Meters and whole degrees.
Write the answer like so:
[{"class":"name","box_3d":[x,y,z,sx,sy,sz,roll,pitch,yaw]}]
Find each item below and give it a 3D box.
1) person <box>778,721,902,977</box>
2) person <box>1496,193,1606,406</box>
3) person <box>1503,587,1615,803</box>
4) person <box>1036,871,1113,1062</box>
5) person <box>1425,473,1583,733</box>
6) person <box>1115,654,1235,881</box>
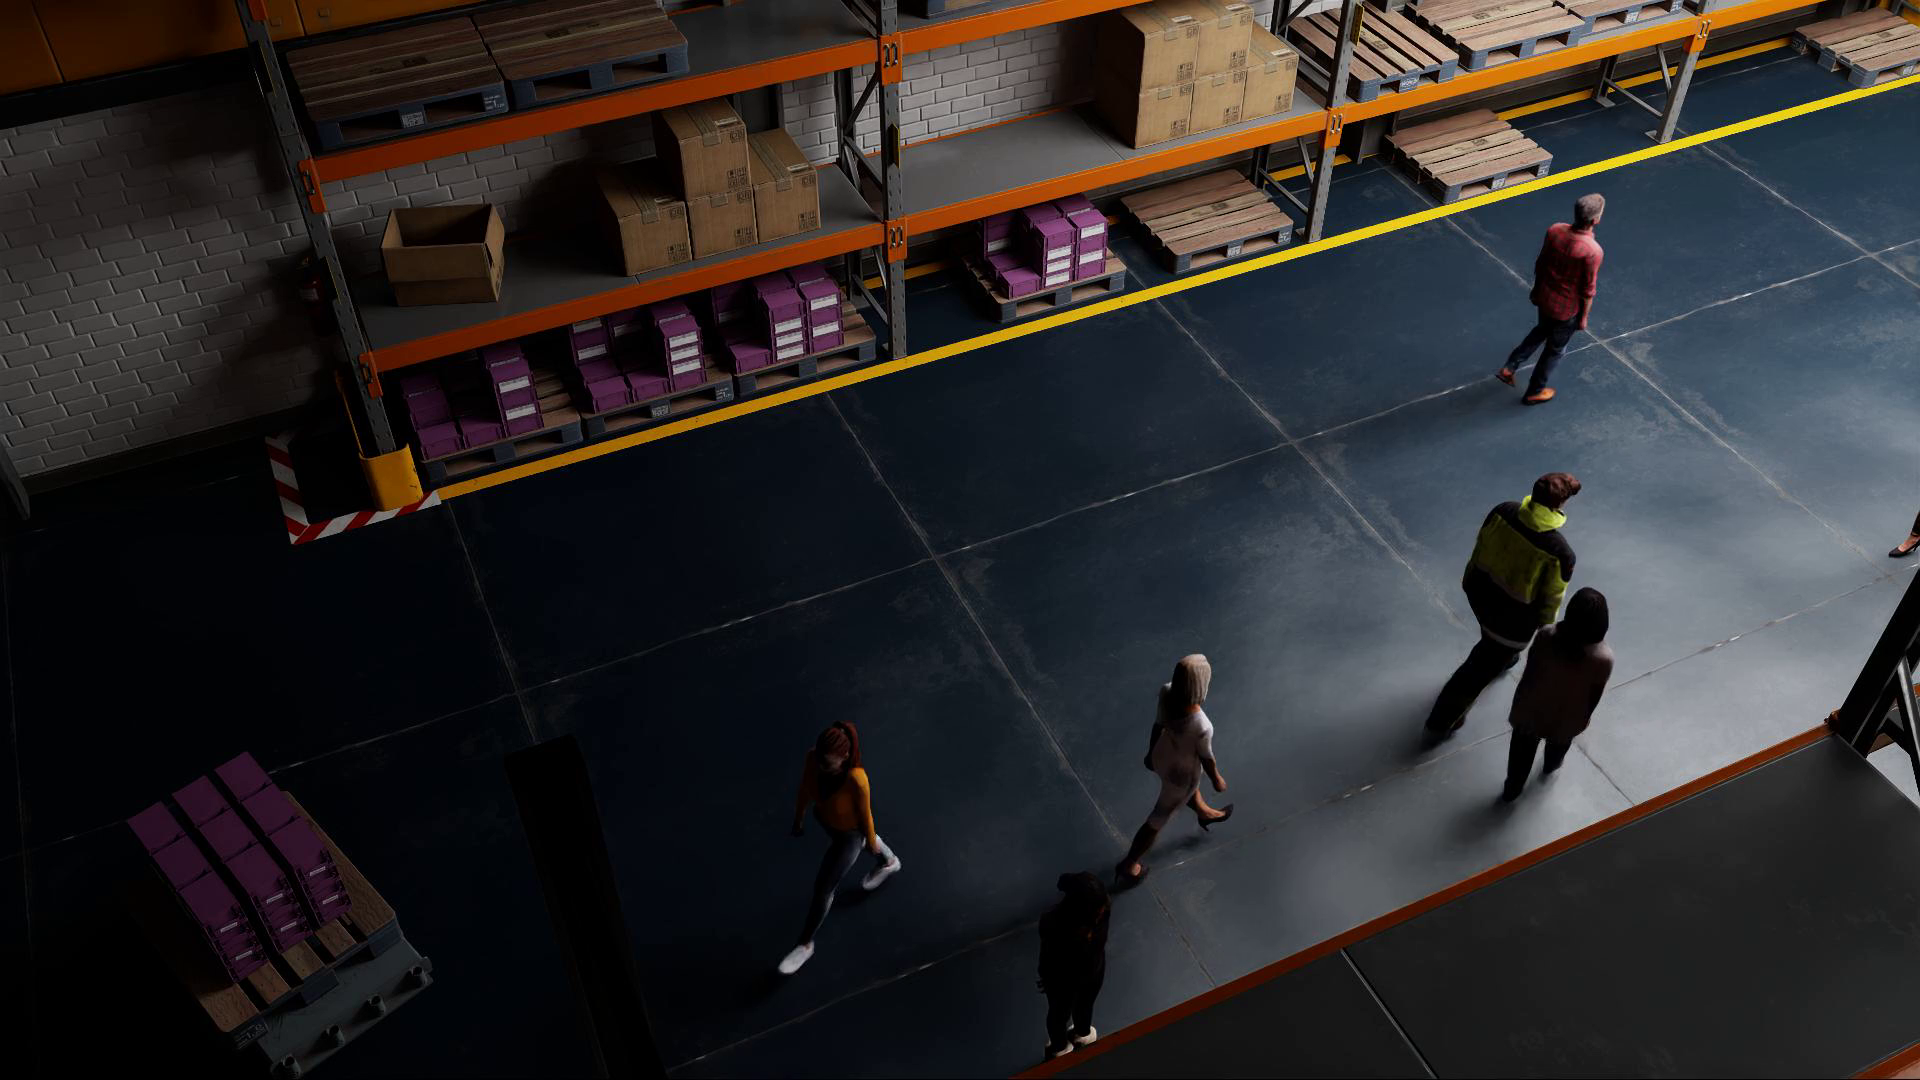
[{"class":"person","box_3d":[-0.590,1.538,9.107,0.981,1.685,1.309,32,52,29]},{"class":"person","box_3d":[4.432,-1.761,12.472,0.732,1.821,0.682,-17,46,-17]},{"class":"person","box_3d":[3.462,0.980,9.767,0.864,1.584,0.944,20,47,19]},{"class":"person","box_3d":[0.573,2.178,8.454,0.589,1.660,0.662,0,44,0]},{"class":"person","box_3d":[3.264,0.417,10.110,1.288,1.924,0.903,-25,49,-24]},{"class":"person","box_3d":[1.146,1.336,9.308,1.078,1.700,0.580,-17,46,-17]}]
